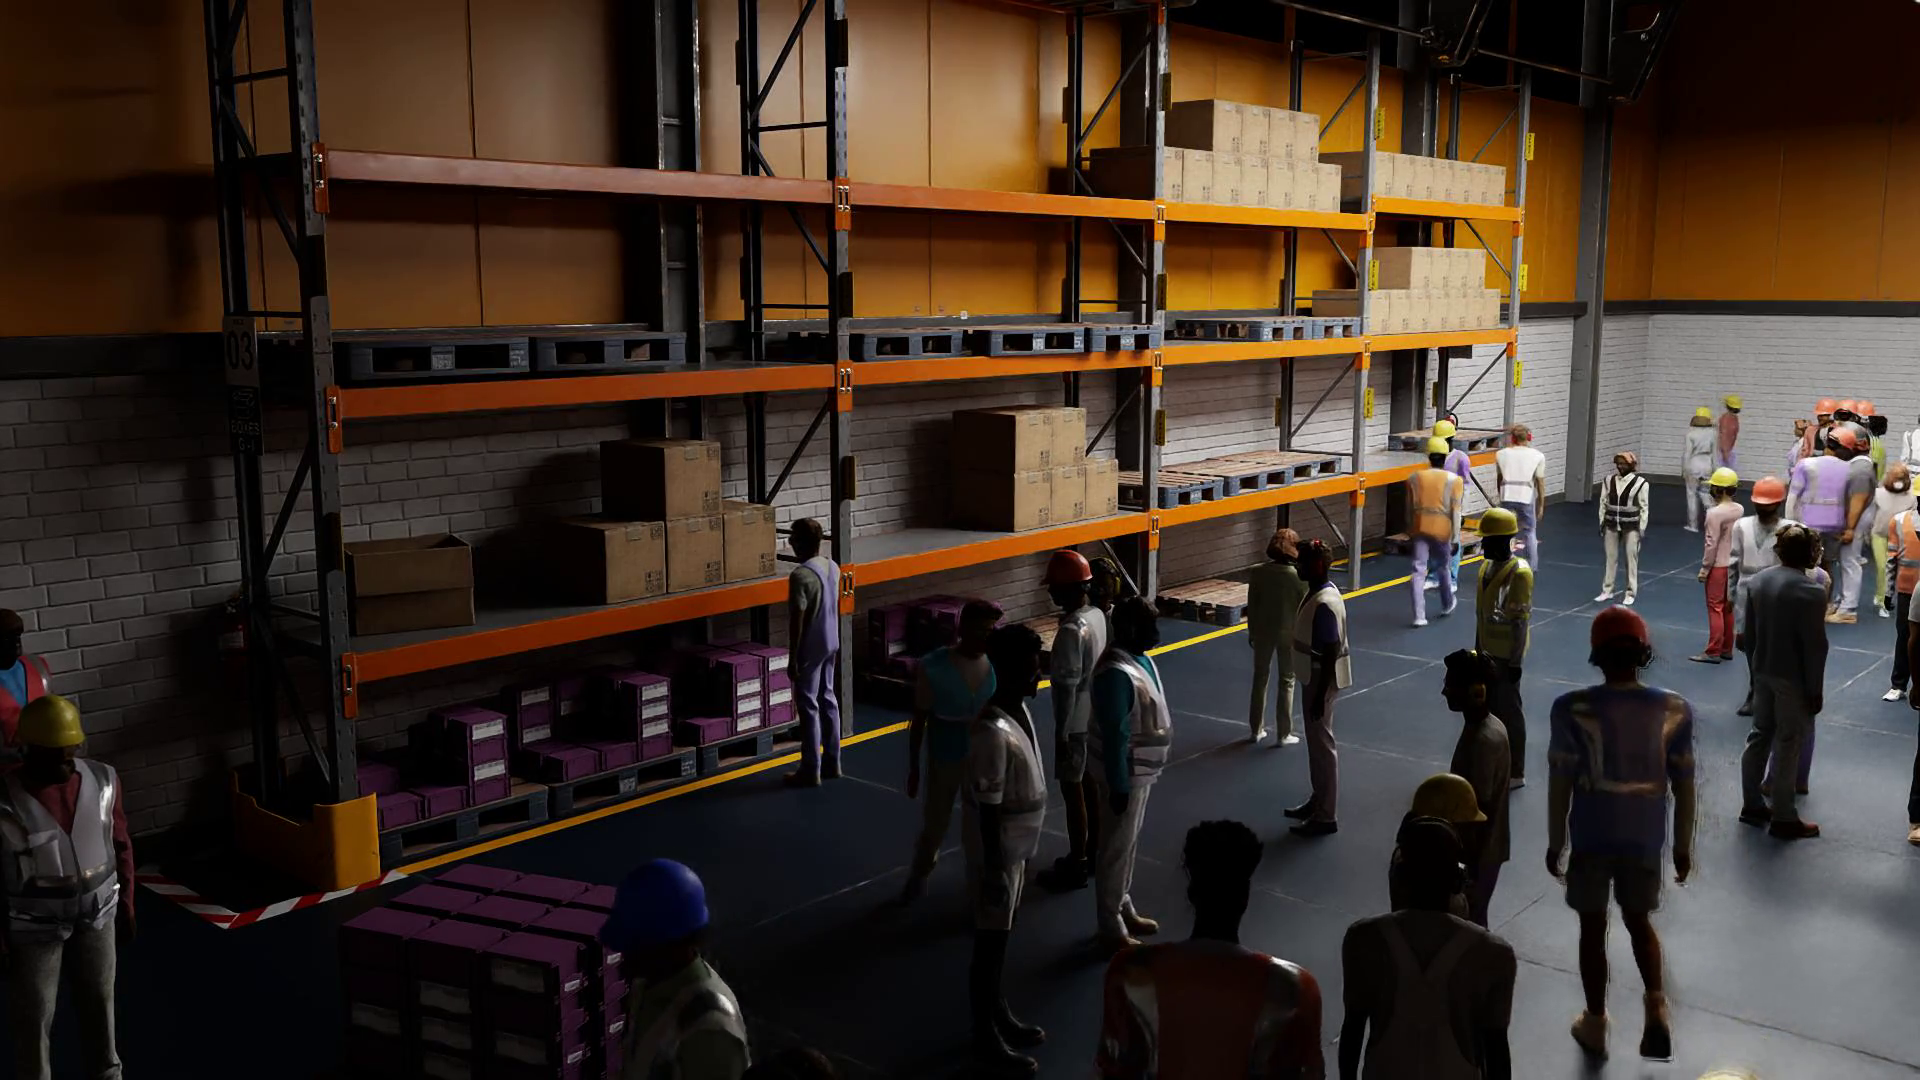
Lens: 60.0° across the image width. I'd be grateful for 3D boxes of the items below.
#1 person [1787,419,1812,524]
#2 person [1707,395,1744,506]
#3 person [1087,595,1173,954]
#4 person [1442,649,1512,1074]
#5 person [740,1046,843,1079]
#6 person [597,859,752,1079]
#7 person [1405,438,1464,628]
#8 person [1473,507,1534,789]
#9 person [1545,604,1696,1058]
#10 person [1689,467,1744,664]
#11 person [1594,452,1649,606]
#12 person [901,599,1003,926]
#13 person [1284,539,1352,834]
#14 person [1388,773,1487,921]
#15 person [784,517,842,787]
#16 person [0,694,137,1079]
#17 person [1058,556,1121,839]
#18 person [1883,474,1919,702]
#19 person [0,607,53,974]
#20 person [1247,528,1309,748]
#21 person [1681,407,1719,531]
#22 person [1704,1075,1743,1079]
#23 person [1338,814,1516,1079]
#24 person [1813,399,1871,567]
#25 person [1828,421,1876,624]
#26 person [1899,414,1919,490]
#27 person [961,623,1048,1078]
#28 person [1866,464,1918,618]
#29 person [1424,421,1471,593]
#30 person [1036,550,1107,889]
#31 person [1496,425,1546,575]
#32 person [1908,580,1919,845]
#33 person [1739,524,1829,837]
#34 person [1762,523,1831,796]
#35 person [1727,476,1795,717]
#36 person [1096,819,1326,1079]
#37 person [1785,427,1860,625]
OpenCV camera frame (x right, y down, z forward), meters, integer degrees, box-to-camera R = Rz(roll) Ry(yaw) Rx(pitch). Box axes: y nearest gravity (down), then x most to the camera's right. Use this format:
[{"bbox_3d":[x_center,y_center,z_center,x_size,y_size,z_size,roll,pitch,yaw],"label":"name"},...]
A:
[{"bbox_3d":[11.009,-0.763,21.785,0.307,1.639,0.525,1,9,5],"label":"person"},{"bbox_3d":[11.668,-1.364,25.373,0.541,1.723,0.552,-7,11,-39],"label":"person"},{"bbox_3d":[0.873,1.190,8.541,0.430,1.843,0.625,3,9,16],"label":"person"},{"bbox_3d":[2.217,1.387,7.222,0.325,1.862,0.514,2,9,15],"label":"person"},{"bbox_3d":[-0.453,1.980,3.563,0.843,1.819,0.641,-8,12,-41],"label":"person"},{"bbox_3d":[-0.814,1.775,4.503,0.527,1.928,0.673,-3,9,-20],"label":"person"},{"bbox_3d":[4.758,-0.087,16.707,0.590,1.860,1.000,5,10,29],"label":"person"},{"bbox_3d":[3.647,0.729,11.288,0.407,1.918,0.583,-2,9,-11],"label":"person"},{"bbox_3d":[2.892,1.300,7.293,0.617,2.018,0.663,0,9,2],"label":"person"},{"bbox_3d":[6.831,0.230,14.971,0.525,1.772,0.309,-7,11,-37],"label":"person"},{"bbox_3d":[7.039,-0.126,17.682,0.300,1.638,0.523,-8,12,-43],"label":"person"},{"bbox_3d":[-0.026,1.167,8.902,0.607,1.802,0.683,-3,9,-21],"label":"person"},{"bbox_3d":[2.246,0.906,10.362,0.375,1.844,0.567,1,9,7],"label":"person"},{"bbox_3d":[1.647,1.663,5.847,0.337,1.735,0.488,-1,9,-4],"label":"person"},{"bbox_3d":[-0.996,0.760,11.330,0.340,1.838,0.515,5,10,30],"label":"person"},{"bbox_3d":[-3.572,1.500,6.608,0.403,1.825,0.592,7,11,38],"label":"person"},{"bbox_3d":[0.809,1.009,9.662,0.509,1.863,0.326,1,9,9],"label":"person"},{"bbox_3d":[7.771,0.396,13.435,0.581,1.919,0.399,8,12,43],"label":"person"},{"bbox_3d":[-4.745,1.236,8.299,0.432,1.836,0.618,3,9,19],"label":"person"},{"bbox_3d":[2.355,0.721,12.280,0.505,1.624,0.288,5,10,30],"label":"person"},{"bbox_3d":[10.131,-0.964,22.795,0.502,1.718,0.420,-1,9,-6],"label":"person"},{"bbox_3d":[1.699,1.992,3.719,0.530,1.737,0.789,4,10,23],"label":"person"},{"bbox_3d":[1.396,1.736,5.034,0.504,1.839,0.342,3,9,21],"label":"person"},{"bbox_3d":[10.608,-0.687,20.070,0.613,2.028,0.409,6,10,32],"label":"person"},{"bbox_3d":[8.909,-0.185,16.769,0.536,2.000,0.683,4,10,25],"label":"person"},{"bbox_3d":[12.072,-0.733,20.834,0.575,1.880,0.357,8,12,43],"label":"person"},{"bbox_3d":[0.196,1.324,7.277,0.370,1.966,0.608,2,9,12],"label":"person"},{"bbox_3d":[9.648,-0.024,17.233,0.510,1.587,0.801,4,10,22],"label":"person"},{"bbox_3d":[5.321,-0.360,18.305,0.391,1.916,0.586,-5,10,-32],"label":"person"},{"bbox_3d":[0.634,1.010,9.434,0.388,1.929,0.544,4,10,23],"label":"person"},{"bbox_3d":[6.444,-0.423,19.106,0.573,1.782,0.991,5,10,30],"label":"person"},{"bbox_3d":[6.091,0.864,10.007,0.682,2.000,0.537,3,9,18],"label":"person"},{"bbox_3d":[5.130,0.862,10.344,0.353,1.937,0.635,-2,9,-12],"label":"person"},{"bbox_3d":[5.506,0.802,11.047,0.506,1.842,0.346,-5,10,-28],"label":"person"},{"bbox_3d":[6.431,0.425,13.281,0.717,1.910,0.546,-8,12,-41],"label":"person"},{"bbox_3d":[0.710,1.727,4.742,0.638,1.940,0.675,2,9,13],"label":"person"},{"bbox_3d":[8.582,-0.128,16.556,0.659,1.992,0.457,1,9,7],"label":"person"}]
